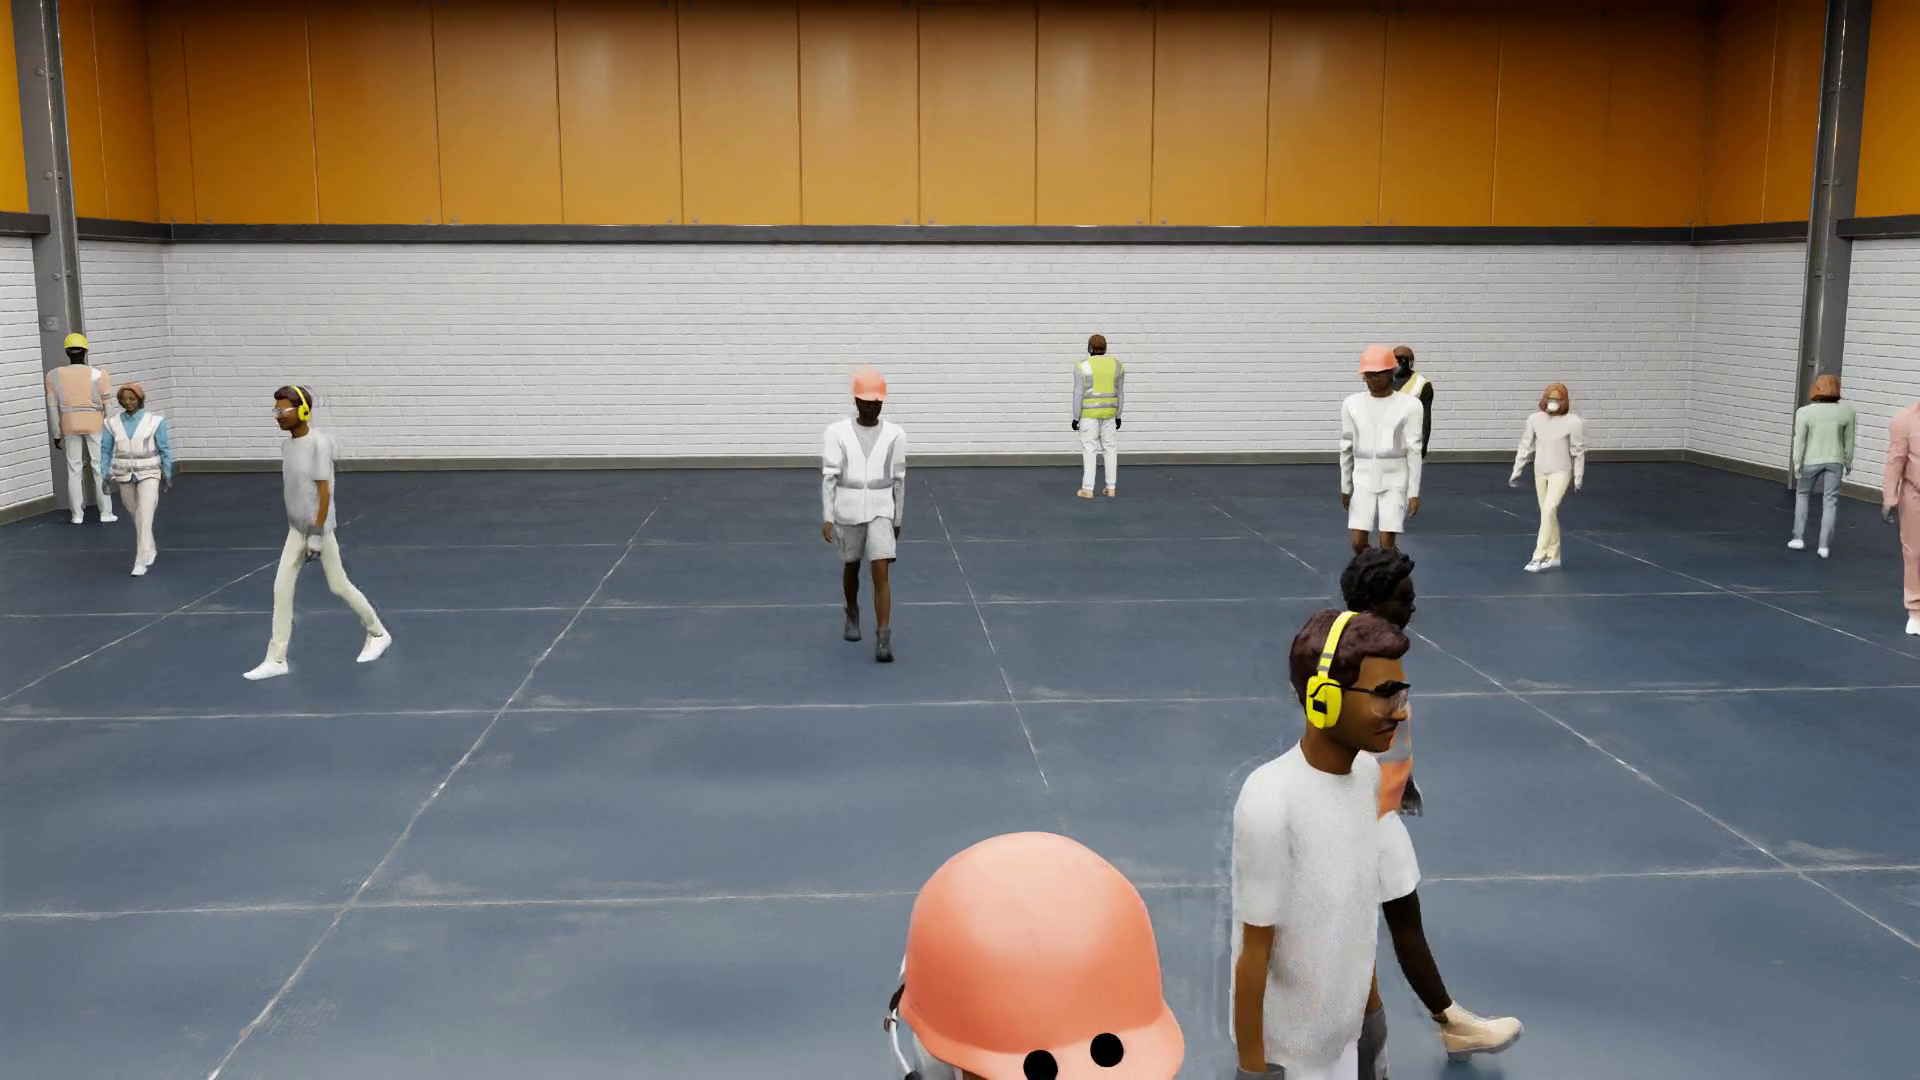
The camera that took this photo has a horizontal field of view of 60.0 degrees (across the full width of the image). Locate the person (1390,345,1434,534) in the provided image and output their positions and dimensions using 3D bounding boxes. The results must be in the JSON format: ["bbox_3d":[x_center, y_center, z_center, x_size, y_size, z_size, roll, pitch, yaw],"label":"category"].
[{"bbox_3d":[4.262,-0.978,16.160,0.642,1.829,0.499,6,11,33],"label":"person"}]

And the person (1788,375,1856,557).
[{"bbox_3d":[7.733,-0.672,14.934,0.519,1.612,0.664,3,10,18],"label":"person"}]

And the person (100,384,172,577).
[{"bbox_3d":[-6.965,-0.532,14.086,0.529,1.597,0.844,-1,9,-8],"label":"person"}]

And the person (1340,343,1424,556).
[{"bbox_3d":[3.026,-0.402,11.961,0.611,2.026,0.549,5,10,30],"label":"person"}]

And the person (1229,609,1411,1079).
[{"bbox_3d":[0.689,1.043,3.404,0.460,1.851,0.548,7,12,38],"label":"person"}]

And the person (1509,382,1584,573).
[{"bbox_3d":[4.904,-0.519,13.972,0.772,1.600,0.534,-7,11,-36],"label":"person"}]

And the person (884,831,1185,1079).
[{"bbox_3d":[0.053,1.249,1.654,0.610,1.996,0.378,-6,11,-32],"label":"person"}]

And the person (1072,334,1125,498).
[{"bbox_3d":[1.541,-1.395,18.741,0.629,1.842,0.429,-3,10,-19],"label":"person"}]

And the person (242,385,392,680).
[{"bbox_3d":[-4.059,-0.073,10.511,0.532,1.828,0.968,6,11,31],"label":"person"}]

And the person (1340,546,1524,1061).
[{"bbox_3d":[1.355,0.836,5.320,0.867,1.648,0.536,1,9,9],"label":"person"}]

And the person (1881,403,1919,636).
[{"bbox_3d":[6.692,-0.250,11.411,0.654,1.890,0.594,5,10,27],"label":"person"}]

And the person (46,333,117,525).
[{"bbox_3d":[-8.800,-1.109,16.693,0.585,1.922,0.372,-3,10,-20],"label":"person"}]

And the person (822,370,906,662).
[{"bbox_3d":[-0.633,-0.186,11.042,0.559,1.891,1.007,-1,9,-6],"label":"person"}]
